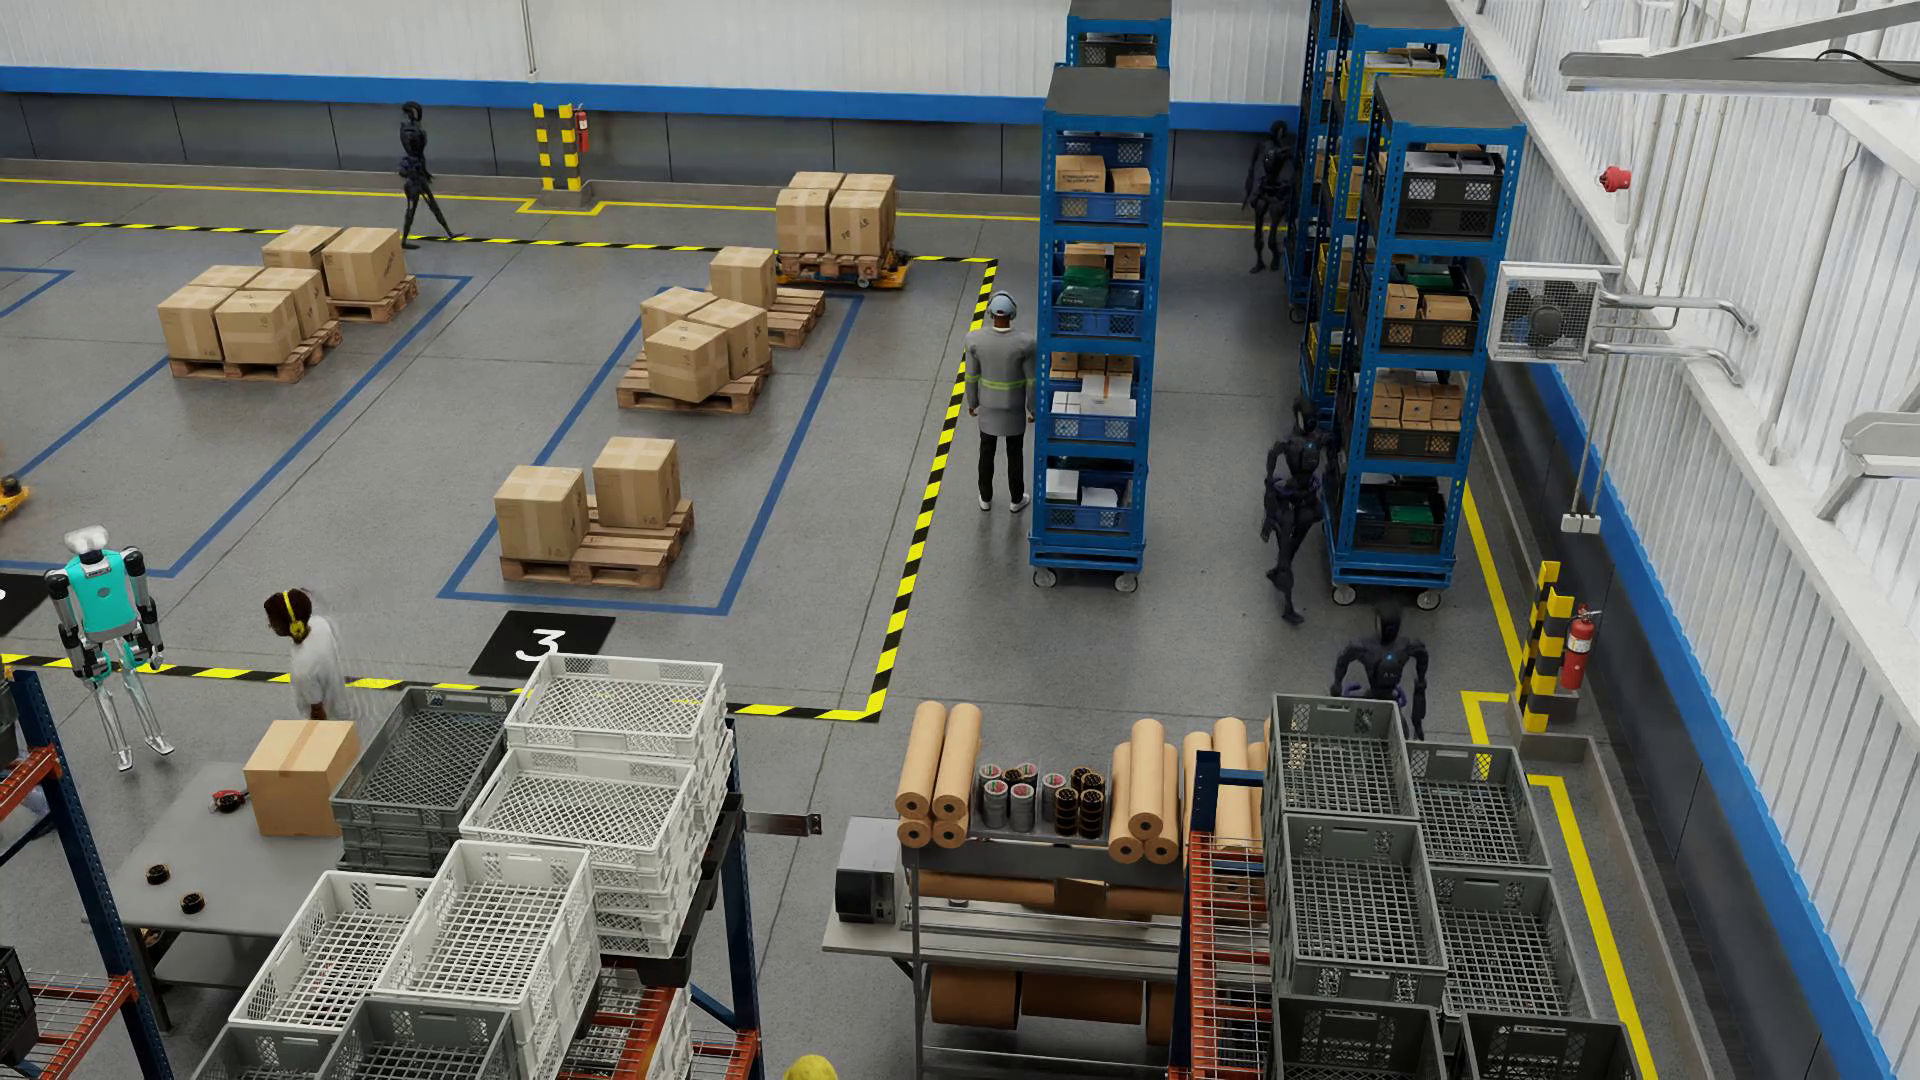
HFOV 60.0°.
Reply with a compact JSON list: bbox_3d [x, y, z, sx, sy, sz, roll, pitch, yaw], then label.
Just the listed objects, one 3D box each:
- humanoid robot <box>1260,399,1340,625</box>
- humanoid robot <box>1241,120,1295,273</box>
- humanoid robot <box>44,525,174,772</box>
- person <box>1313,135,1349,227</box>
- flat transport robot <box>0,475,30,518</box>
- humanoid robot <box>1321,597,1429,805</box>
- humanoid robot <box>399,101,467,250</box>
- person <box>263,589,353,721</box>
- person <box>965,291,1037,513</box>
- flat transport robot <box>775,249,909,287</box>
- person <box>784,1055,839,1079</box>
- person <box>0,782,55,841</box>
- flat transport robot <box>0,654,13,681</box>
[{"bbox_3d":[2.410,-0.239,11.732,0.602,1.624,0.787,-9,31,-15],"label":"humanoid robot"},{"bbox_3d":[3.259,-3.599,17.446,0.595,1.646,0.374,22,37,32],"label":"humanoid robot"},{"bbox_3d":[-5.162,0.581,10.078,0.533,1.681,0.735,-22,37,-32],"label":"humanoid robot"},{"bbox_3d":[4.005,-4.041,18.046,0.391,1.846,0.563,6,31,11],"label":"person"},{"bbox_3d":[-8.266,-0.323,13.200,1.431,0.197,0.652,3,30,6],"label":"flat transport robot"},{"bbox_3d":[2.373,1.018,9.574,0.608,1.653,0.738,-2,30,-4],"label":"humanoid robot"},{"bbox_3d":[-5.889,-3.973,18.132,0.759,1.619,0.609,-2,30,-4],"label":"humanoid robot"},{"bbox_3d":[-3.512,1.025,9.355,0.780,1.835,0.534,-1,30,-1],"label":"person"},{"bbox_3d":[0.332,-1.072,12.942,0.588,1.852,0.369,5,31,9],"label":"person"},{"bbox_3d":[-1.292,-2.914,17.651,1.431,0.197,0.652,3,30,6],"label":"flat transport robot"},{"bbox_3d":[-0.545,2.691,6.582,0.484,1.744,0.294,-23,37,-34],"label":"person"},{"bbox_3d":[-5.625,1.149,9.277,0.516,1.695,0.927,16,34,25],"label":"person"},{"bbox_3d":[-7.142,0.969,11.010,1.431,0.231,0.659,3,30,6],"label":"flat transport robot"}]
